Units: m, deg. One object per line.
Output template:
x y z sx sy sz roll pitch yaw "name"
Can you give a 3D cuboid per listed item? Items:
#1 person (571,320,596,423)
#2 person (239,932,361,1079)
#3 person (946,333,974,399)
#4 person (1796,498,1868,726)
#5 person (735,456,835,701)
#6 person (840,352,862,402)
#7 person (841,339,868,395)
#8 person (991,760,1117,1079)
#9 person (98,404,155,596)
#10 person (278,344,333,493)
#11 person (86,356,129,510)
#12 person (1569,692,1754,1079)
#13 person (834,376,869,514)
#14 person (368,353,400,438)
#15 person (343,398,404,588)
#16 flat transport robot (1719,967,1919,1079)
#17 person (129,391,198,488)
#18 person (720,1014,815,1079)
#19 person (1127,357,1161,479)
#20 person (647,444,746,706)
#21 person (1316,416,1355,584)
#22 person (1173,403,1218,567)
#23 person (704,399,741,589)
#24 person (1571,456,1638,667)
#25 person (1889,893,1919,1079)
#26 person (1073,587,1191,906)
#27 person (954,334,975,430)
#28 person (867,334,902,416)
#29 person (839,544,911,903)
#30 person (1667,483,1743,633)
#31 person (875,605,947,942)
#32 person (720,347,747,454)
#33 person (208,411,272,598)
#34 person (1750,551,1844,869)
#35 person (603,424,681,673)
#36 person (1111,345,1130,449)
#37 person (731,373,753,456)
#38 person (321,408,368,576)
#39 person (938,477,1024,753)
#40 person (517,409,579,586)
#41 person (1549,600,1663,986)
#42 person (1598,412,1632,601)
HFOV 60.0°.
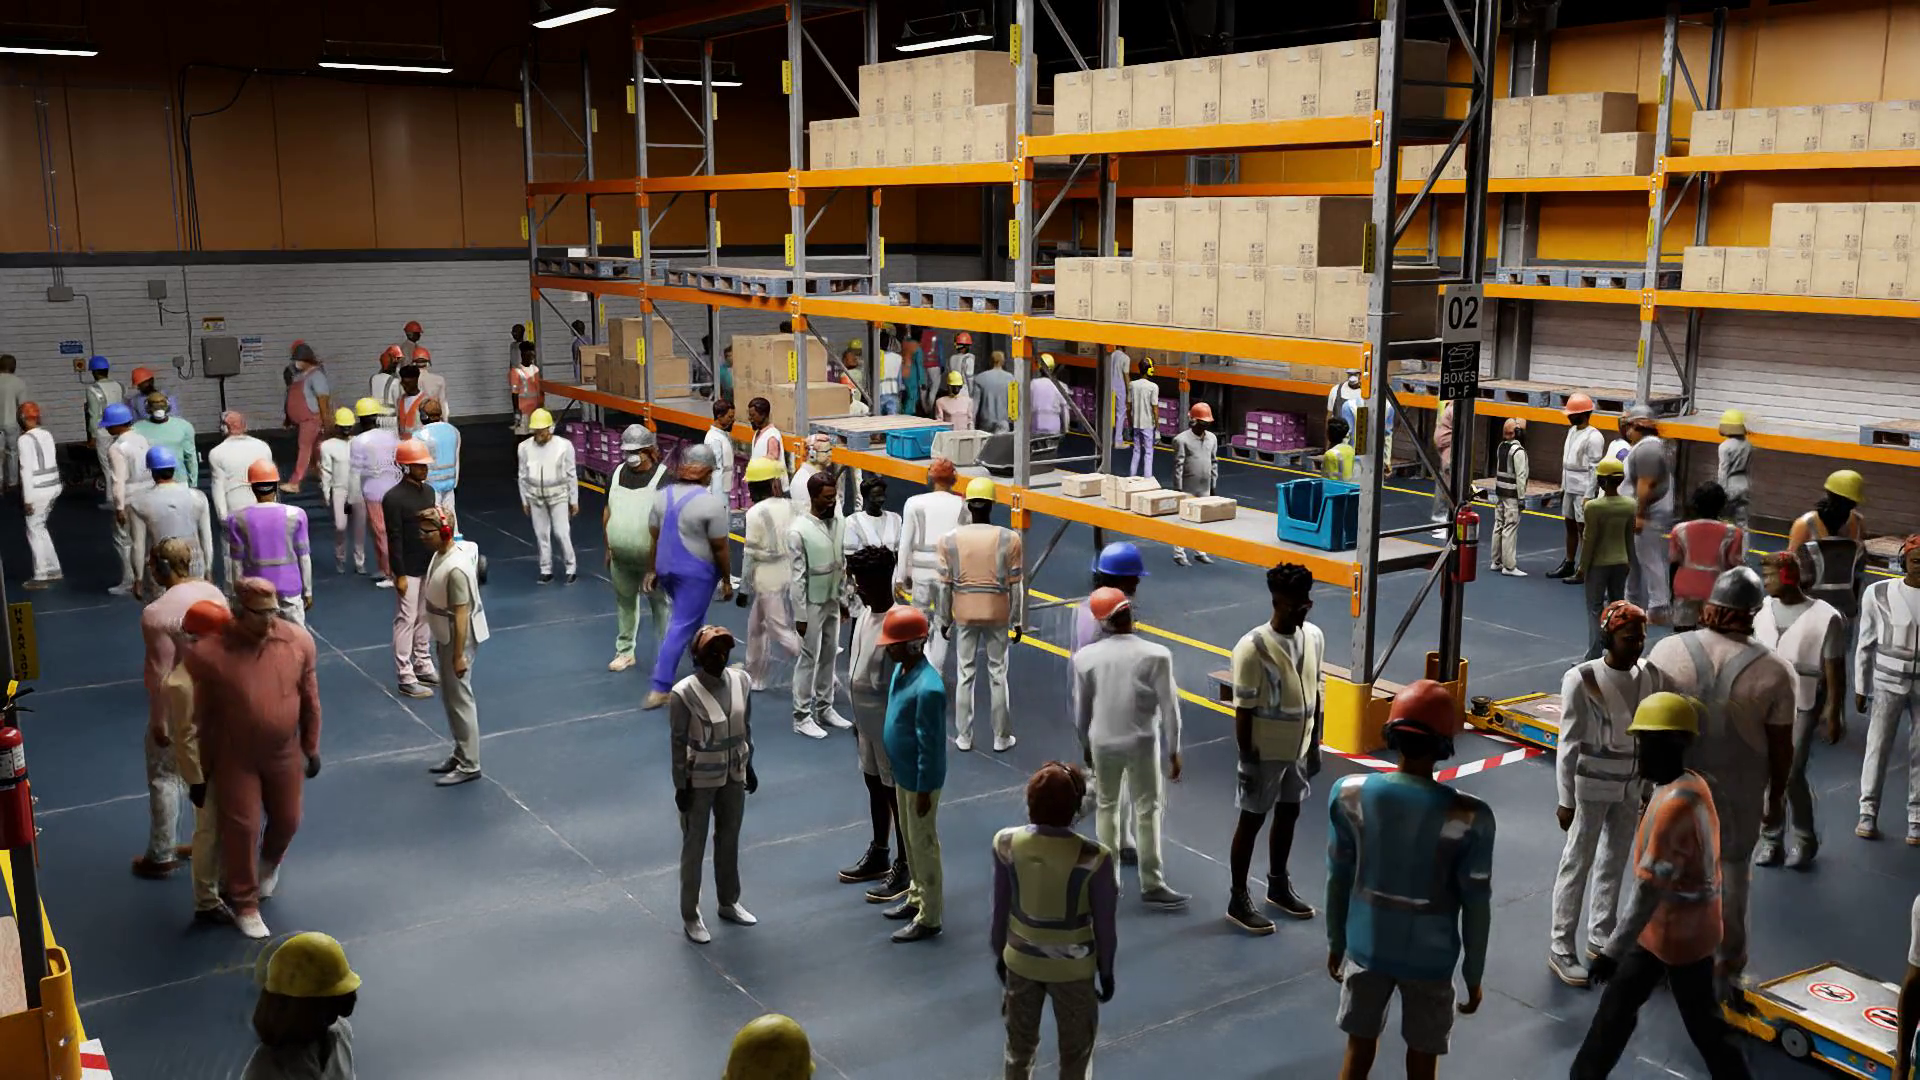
-6.452 -2.799 28.465 0.374 1.933 0.625 2 11 9 "person"
-1.787 1.947 4.763 0.886 1.702 0.493 3 12 16 "person"
0.042 -2.194 25.377 0.386 1.929 0.543 -10 15 -42 "person"
6.250 0.530 12.023 0.536 1.696 0.318 -1 11 -6 "person"
-1.400 0.296 12.744 0.953 1.893 0.579 3 12 17 "person"
-1.672 -2.043 25.354 0.286 1.633 0.499 7 13 31 "person"
-1.649 -2.407 27.020 0.851 1.704 0.497 -11 15 -44 "person"
0.354 1.656 6.437 0.516 1.630 0.315 5 12 24 "person"
-8.067 -0.384 16.159 0.544 1.898 0.650 1 11 7 "person"
-8.819 -1.679 22.443 0.982 2.000 0.686 -10 15 -43 "person"
-10.773 -1.354 21.026 0.408 1.942 0.615 3 12 16 "person"
2.759 1.529 6.528 1.015 1.845 0.622 3 12 16 "person"
-1.391 -1.142 20.436 0.559 1.751 0.326 4 12 19 "person"
-7.696 -1.574 22.353 0.581 1.877 0.372 7 13 31 "person"
-5.863 -0.462 16.591 0.709 1.901 0.589 4 12 20 "person"
4.104 2.190 7.188 0.652 0.197 1.431 -6 13 -28 "flat transport robot"
-8.133 -0.562 17.029 0.628 1.933 0.373 -6 13 -28 "person"
-0.498 2.033 4.244 0.492 1.731 0.324 4 12 21 "person"
2.411 -1.451 21.719 0.310 1.868 0.532 -11 15 -43 "person"
-2.051 0.215 12.750 0.695 2.000 1.070 10 15 40 "person"
3.801 -0.407 16.817 0.317 1.695 0.540 8 14 35 "person"
2.513 -0.587 17.624 0.568 1.743 0.350 -6 13 -28 "person"
-2.386 -0.456 16.542 0.414 1.906 0.600 -1 11 -5 "person"
5.247 0.196 13.557 0.534 1.767 0.317 -4 12 -21 "person"
3.298 1.753 5.383 0.506 1.847 0.350 9 15 40 "person"
0.958 1.114 9.017 0.711 1.703 0.385 5 12 23 "person"
0.036 -2.279 25.972 0.328 1.865 0.517 8 14 37 "person"
-1.212 -2.283 25.990 0.596 1.863 1.007 -4 12 -21 "person"
-0.428 0.981 9.040 0.375 1.959 0.603 -6 13 -28 "person"
5.680 0.403 12.731 0.536 1.680 0.480 6 13 28 "person"
-0.258 1.184 8.565 0.353 1.741 0.567 -3 12 -17 "person"
-3.299 -1.954 24.524 0.575 1.794 0.958 -1 11 -7 "person"
-6.846 -0.308 15.929 0.977 1.862 0.635 10 15 40 "person"
4.727 0.968 9.495 0.469 1.816 0.637 -6 13 -30 "person"
-2.596 0.072 13.484 0.683 2.000 0.538 2 11 12 "person"
2.532 -2.360 26.476 0.360 1.834 0.520 -8 14 -37 "person"
-3.078 -1.803 23.707 0.539 1.806 1.006 -6 13 -29 "person"
-6.257 -0.489 17.097 0.539 1.750 0.461 -6 13 -28 "person"
0.148 0.523 11.491 0.585 1.918 0.381 2 11 8 "person"
-4.118 -0.417 16.622 0.600 1.808 0.465 0 11 2 "person"
3.131 1.212 8.049 0.585 1.882 0.337 -4 12 -22 "person"
6.342 -0.323 15.999 0.388 1.848 0.564 3 11 15 "person"
